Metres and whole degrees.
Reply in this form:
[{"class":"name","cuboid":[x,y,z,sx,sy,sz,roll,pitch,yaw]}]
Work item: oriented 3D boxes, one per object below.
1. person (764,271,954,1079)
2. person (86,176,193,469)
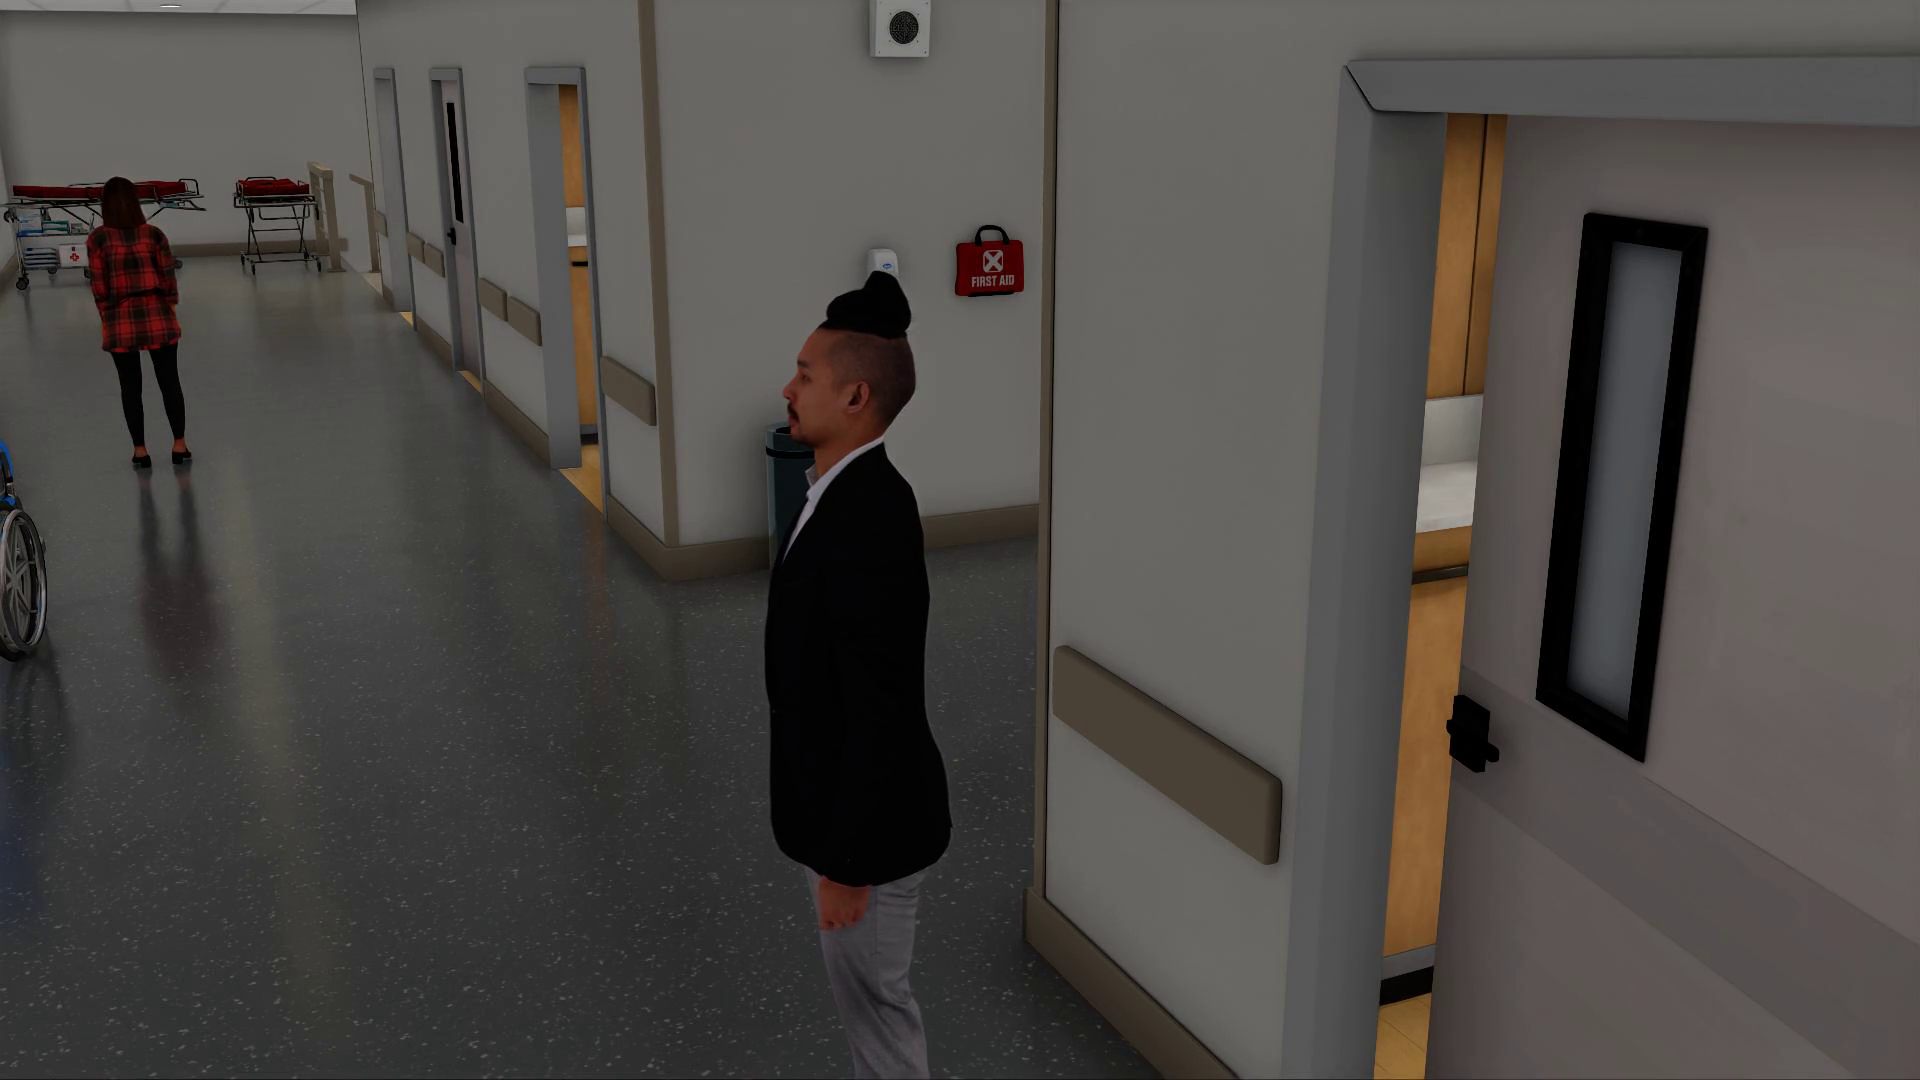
[{"class":"person","cuboid":[-0.183,0.470,3.159,0.828,1.950,0.637,-3,16,-9]},{"class":"person","cuboid":[-4.854,-1.284,9.836,0.603,1.703,0.545,-7,17,-23]}]
